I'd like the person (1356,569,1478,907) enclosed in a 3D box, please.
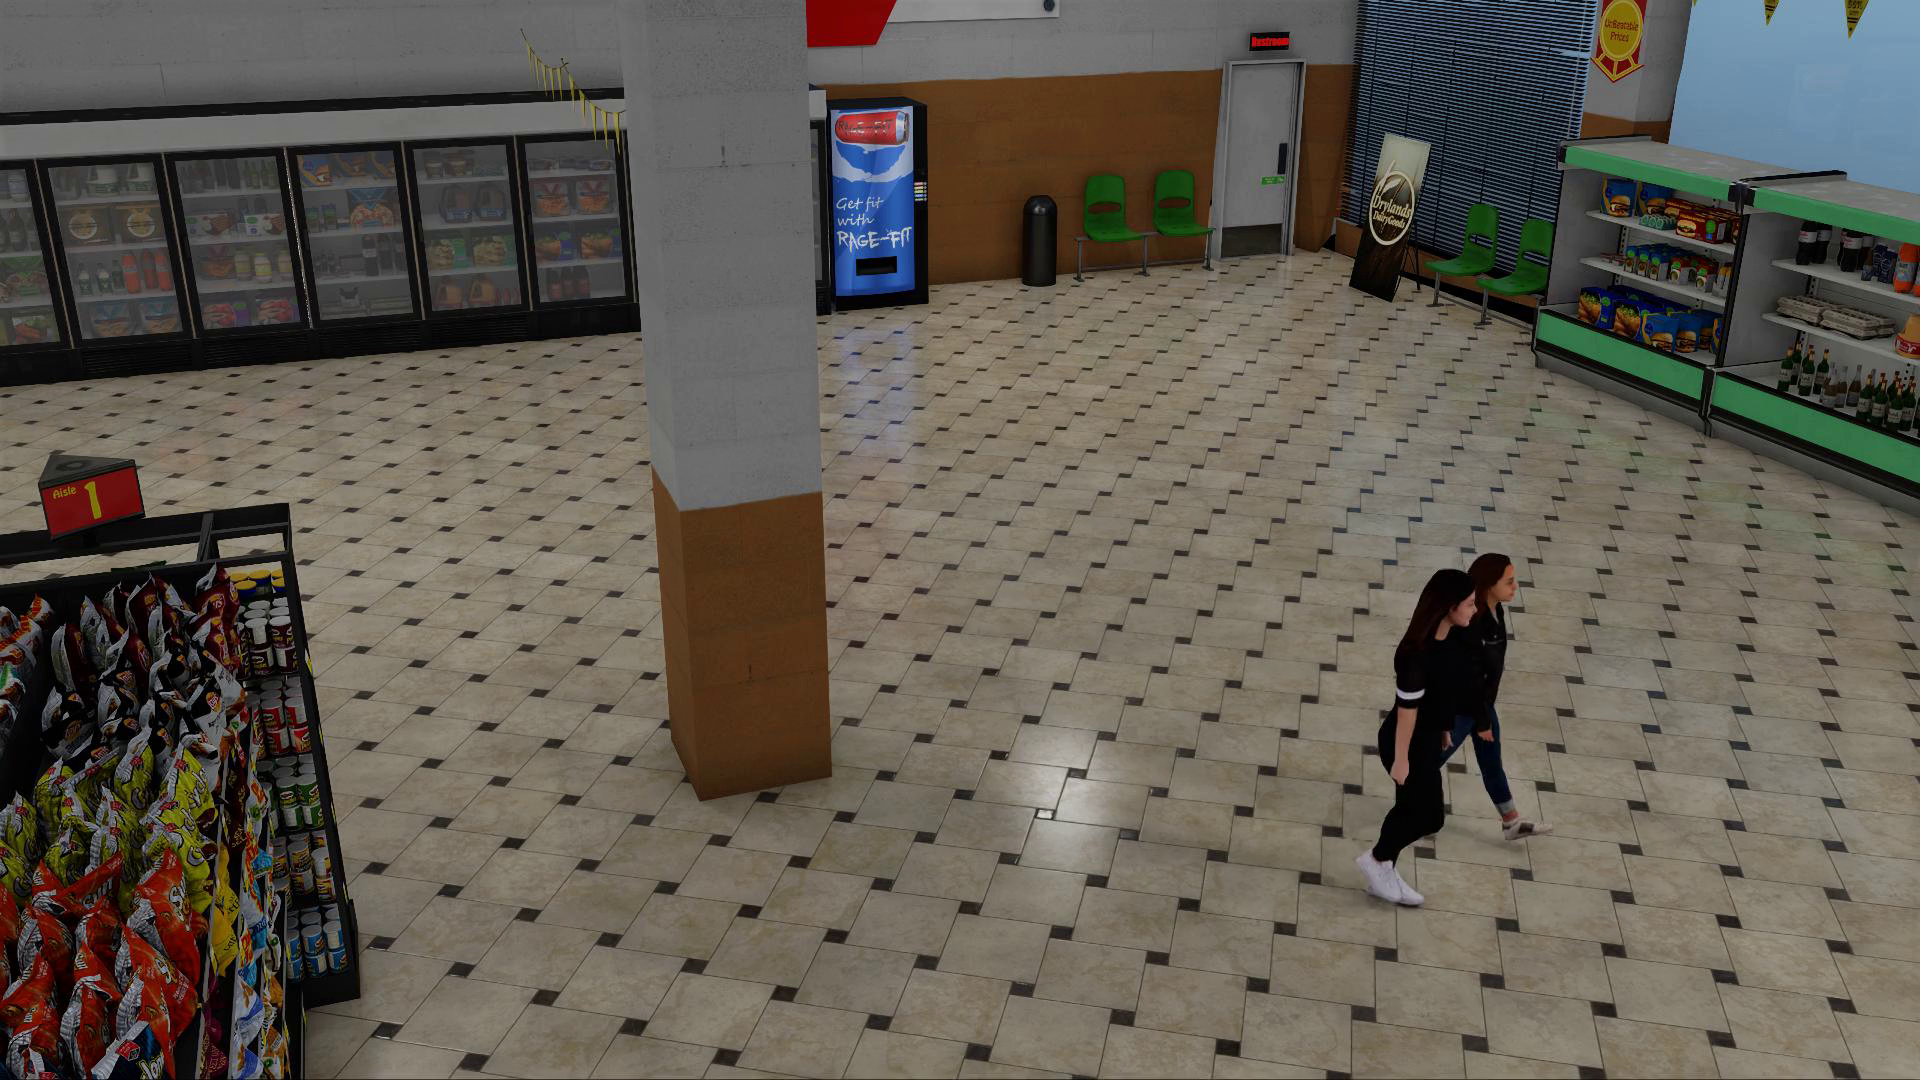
[{"bbox_3d":[1.922,0.871,7.255,0.799,1.617,0.757,13,26,30],"label":"person"}]

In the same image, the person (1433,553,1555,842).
[{"bbox_3d":[2.304,0.748,7.796,1.031,1.442,0.881,17,27,35],"label":"person"}]
